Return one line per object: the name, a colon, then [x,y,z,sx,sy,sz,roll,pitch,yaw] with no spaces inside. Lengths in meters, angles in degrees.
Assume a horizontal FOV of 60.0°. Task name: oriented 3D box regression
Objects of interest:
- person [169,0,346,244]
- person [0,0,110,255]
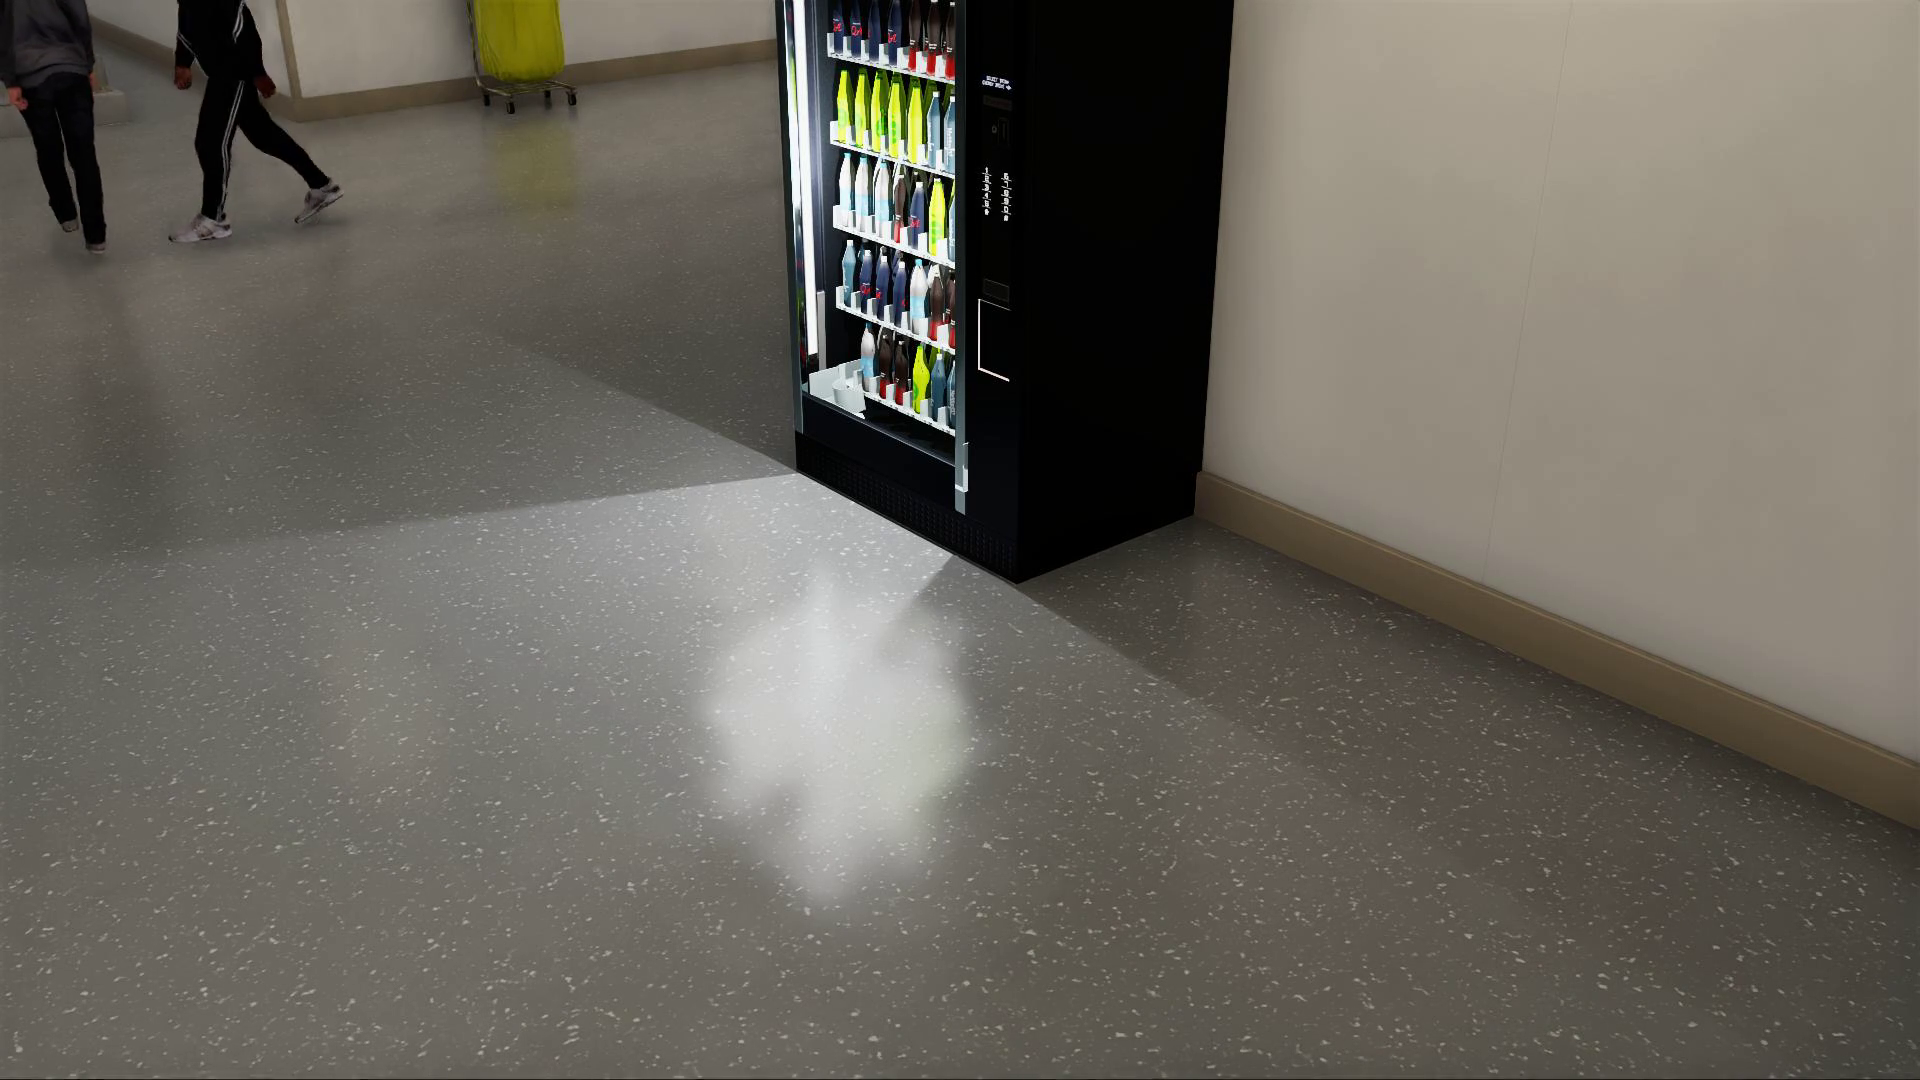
person: [-3.700,-2.482,8.637,0.835,1.799,1.141,-15,30,-29]
person: [-4.506,-2.259,8.264,0.784,1.719,1.167,-13,29,-25]
